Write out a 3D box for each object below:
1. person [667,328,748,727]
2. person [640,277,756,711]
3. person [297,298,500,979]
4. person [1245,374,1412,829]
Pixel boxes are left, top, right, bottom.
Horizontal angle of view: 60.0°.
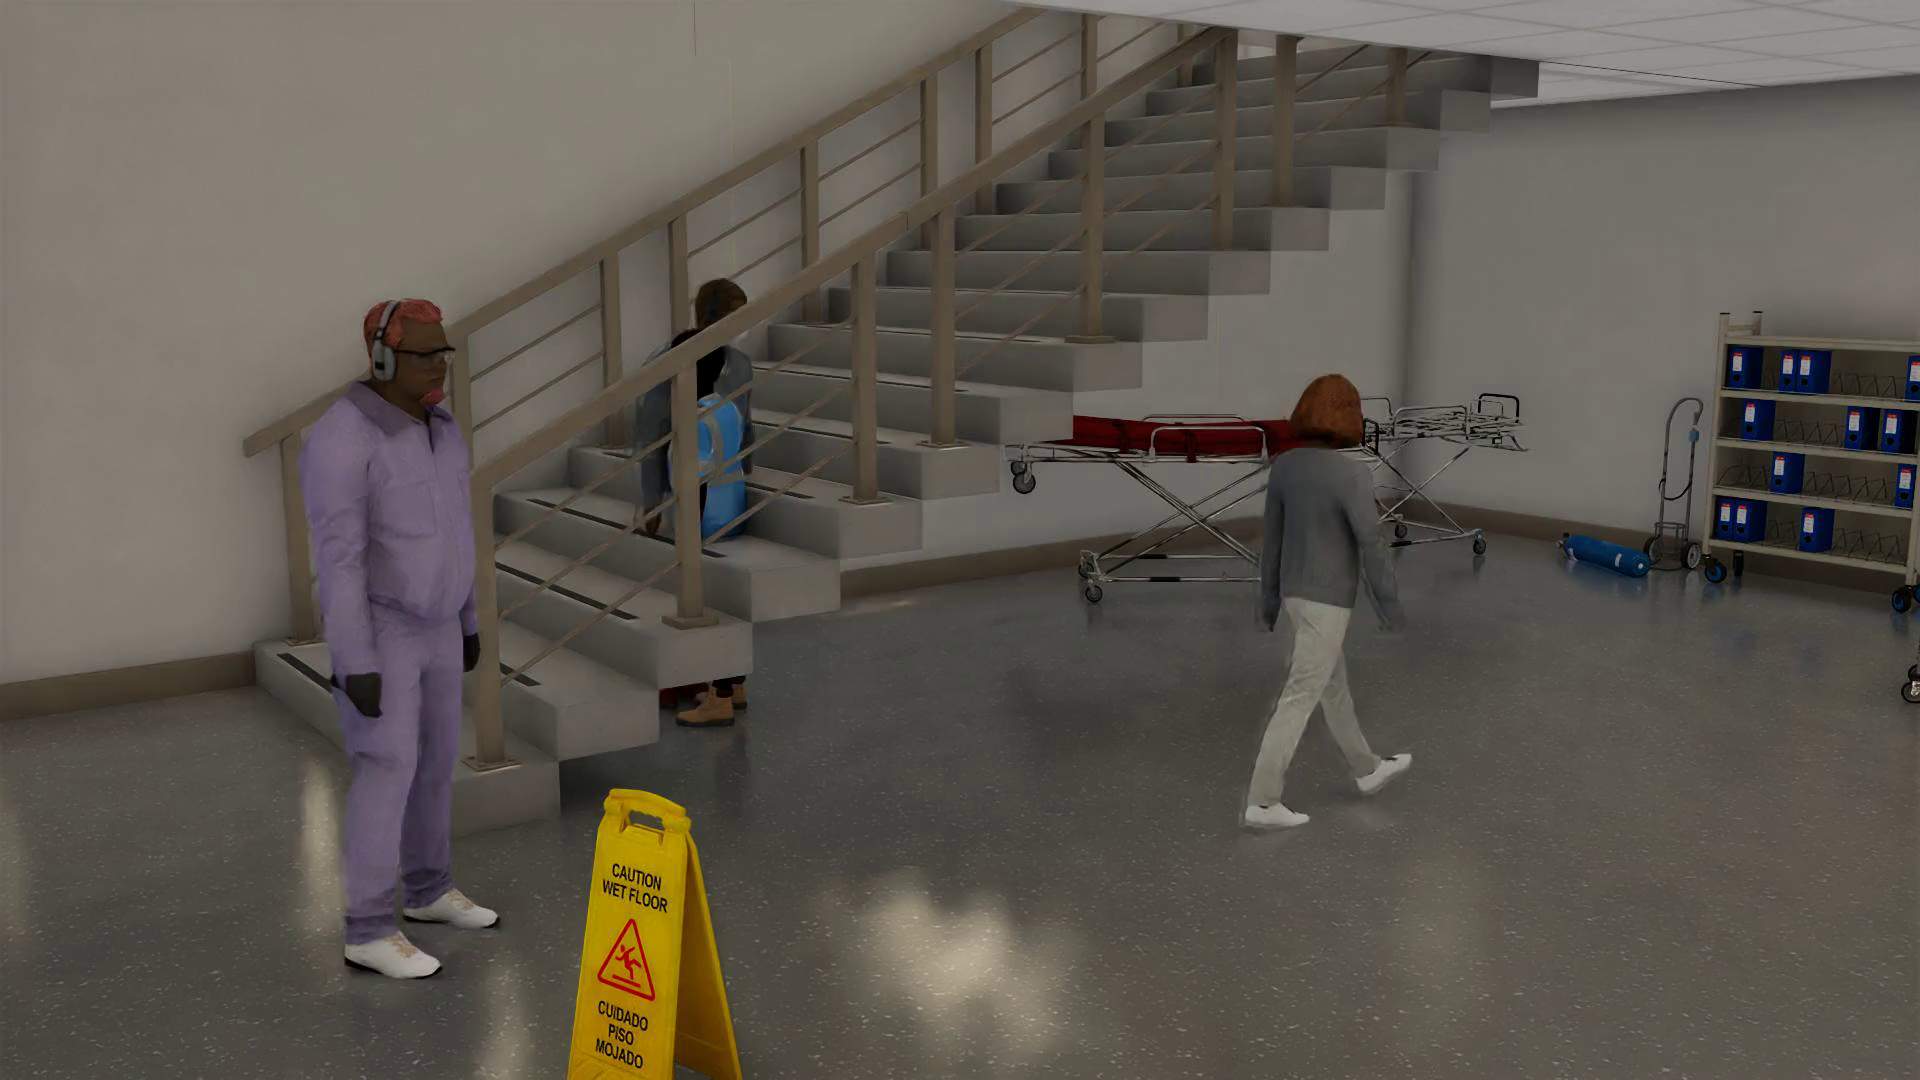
[{"bbox_3d":[-1.071,-0.050,7.111,0.322,1.699,0.535,2,10,10],"label":"person"},{"bbox_3d":[-1.154,-0.197,7.378,0.459,1.910,0.666,4,11,24],"label":"person"},{"bbox_3d":[-1.569,0.266,4.736,0.400,1.897,0.667,3,10,15],"label":"person"},{"bbox_3d":[1.338,0.214,5.903,0.825,1.592,0.509,-4,11,-22],"label":"person"}]
